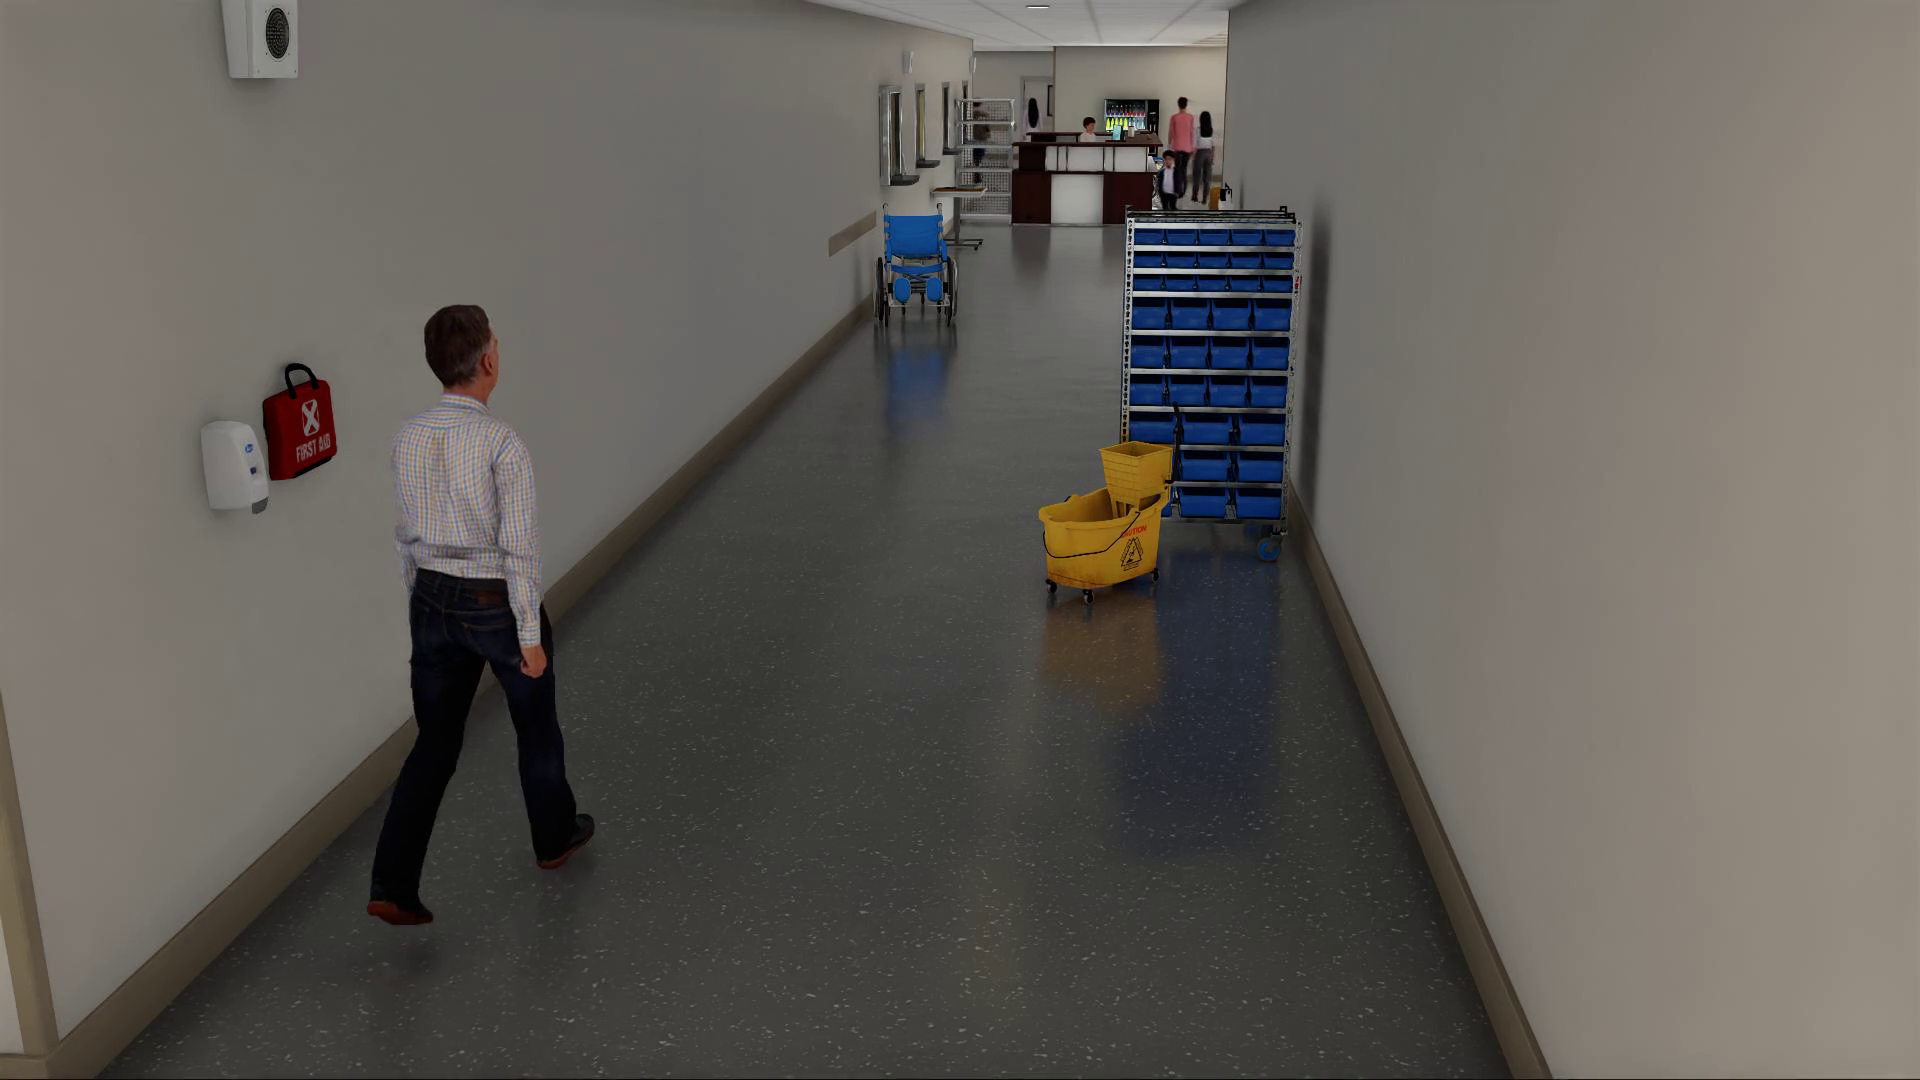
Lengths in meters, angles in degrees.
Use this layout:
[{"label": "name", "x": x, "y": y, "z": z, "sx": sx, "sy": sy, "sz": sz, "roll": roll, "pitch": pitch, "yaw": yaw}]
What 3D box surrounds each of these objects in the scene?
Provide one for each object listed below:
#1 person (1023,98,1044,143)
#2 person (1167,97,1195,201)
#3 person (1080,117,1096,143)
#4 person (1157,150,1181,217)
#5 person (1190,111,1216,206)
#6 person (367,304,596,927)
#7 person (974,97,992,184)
[{"label": "person", "x": 1.777, "y": -9.931, "z": 40.980, "sx": 1.089, "sy": 1.752, "sz": 0.685, "roll": 1, "pitch": 16, "yaw": 5}, {"label": "person", "x": 4.338, "y": -7.622, "z": 32.441, "sx": 0.802, "sy": 1.941, "sz": 0.803, "roll": -3, "pitch": 16, "yaw": -11}, {"label": "person", "x": 2.302, "y": -6.786, "z": 30.003, "sx": 0.683, "sy": 1.654, "sz": 0.655, "roll": 12, "pitch": 19, "yaw": 35}, {"label": "person", "x": 3.315, "y": -5.554, "z": 26.368, "sx": 0.535, "sy": 1.218, "sz": 0.596, "roll": 3, "pitch": 16, "yaw": 11}, {"label": "person", "x": 4.564, "y": -7.101, "z": 31.024, "sx": 0.935, "sy": 1.708, "sz": 0.778, "roll": -1, "pitch": 16, "yaw": -5}, {"label": "person", "x": -1.451, "y": 0.257, "z": 4.784, "sx": 1.195, "sy": 1.784, "sz": 0.910, "roll": 5, "pitch": 16, "yaw": 17}, {"label": "person", "x": 0.397, "y": -8.898, "z": 37.110, "sx": 0.908, "sy": 1.863, "sz": 0.878, "roll": 7, "pitch": 17, "yaw": 24}]
